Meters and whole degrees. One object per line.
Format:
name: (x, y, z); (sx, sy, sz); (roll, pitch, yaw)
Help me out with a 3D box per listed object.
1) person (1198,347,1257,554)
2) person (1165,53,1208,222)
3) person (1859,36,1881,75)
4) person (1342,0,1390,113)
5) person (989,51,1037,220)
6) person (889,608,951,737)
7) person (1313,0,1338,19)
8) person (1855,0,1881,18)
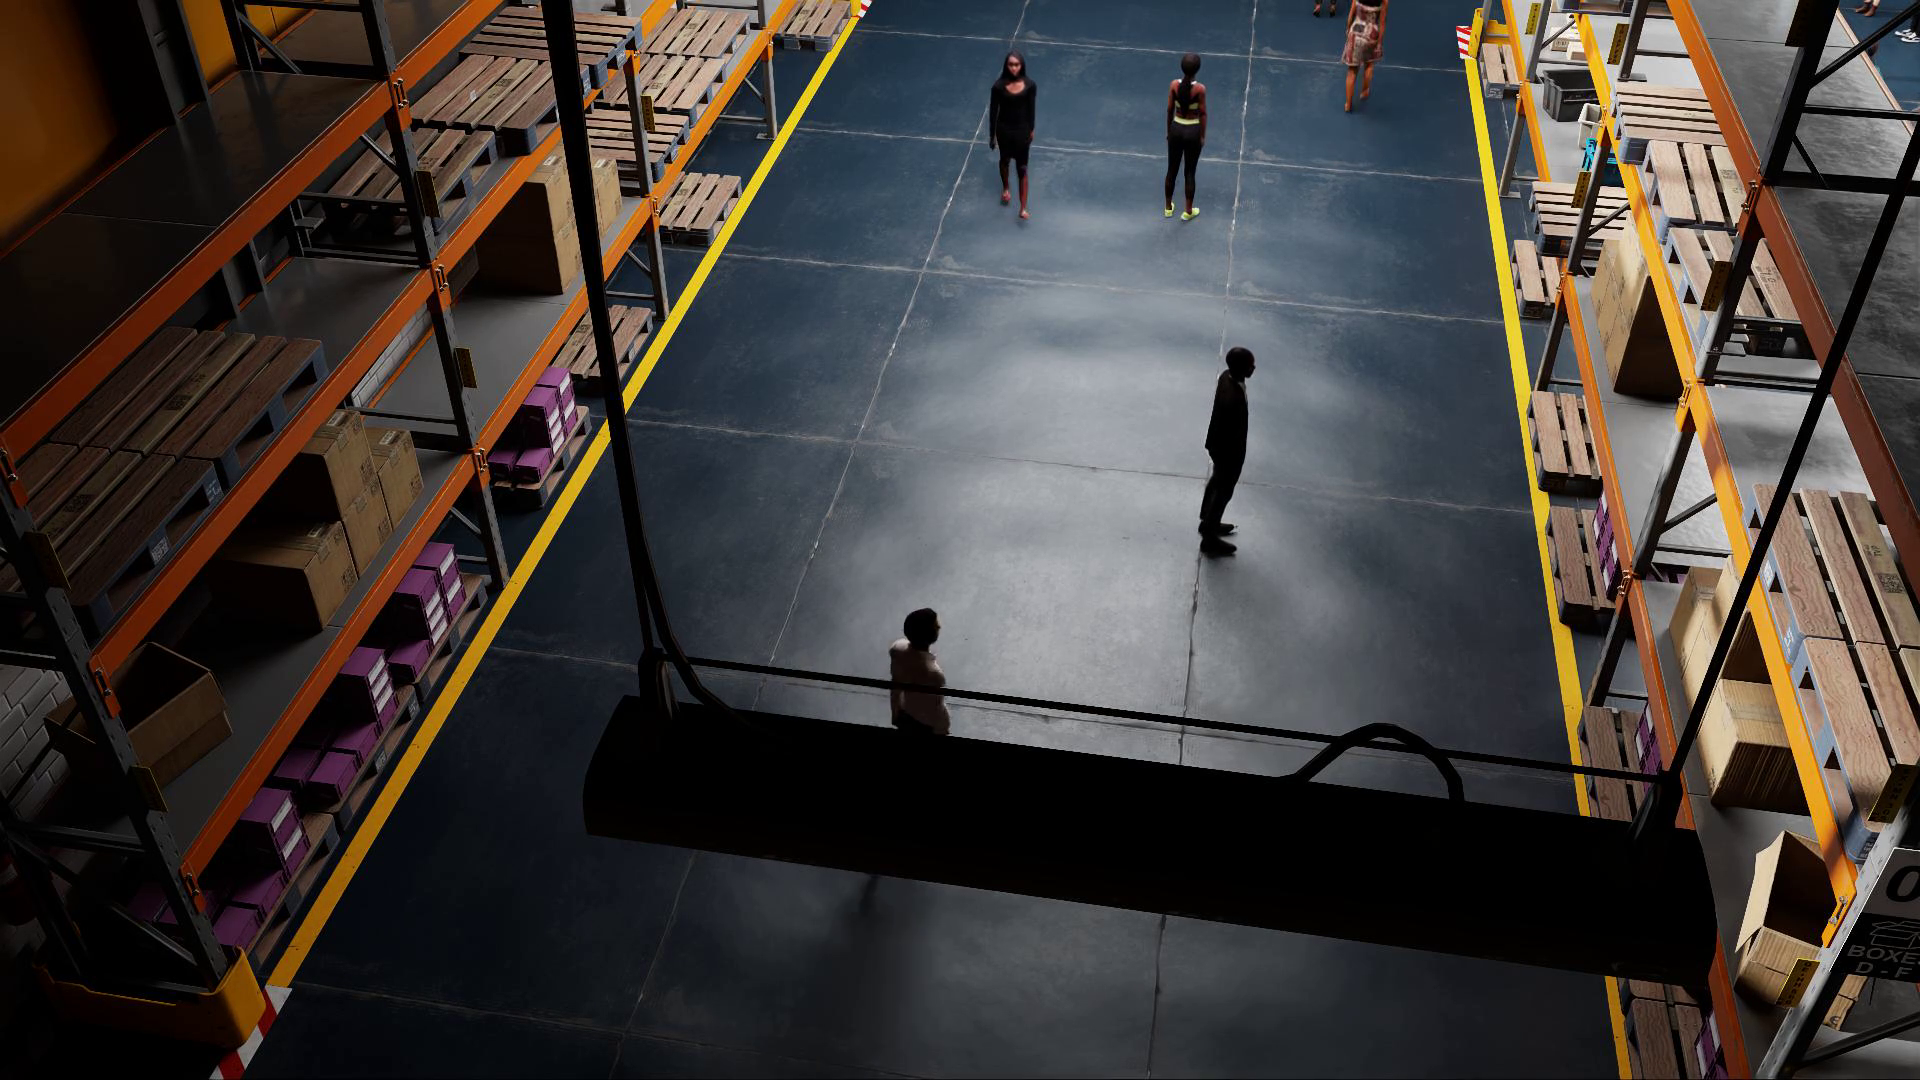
person: (2.018, -0.692, 12.627); (0.748, 1.799, 0.539); (0, 39, 0)
person: (2.288, -4.103, 16.933); (0.603, 1.755, 0.585); (15, 41, 18)
person: (9.319, -4.417, 17.444); (0.673, 1.608, 1.116); (11, 40, 13)
person: (4.603, -5.694, 19.034); (0.734, 1.619, 0.923); (13, 40, 15)
person: (0.533, -4.228, 17.148); (0.812, 1.681, 1.173); (-2, 39, -3)
person: (-0.305, 1.202, 10.217); (1.177, 1.845, 1.111); (-24, 45, -27)
person: (4.761, -7.539, 21.294); (0.646, 1.682, 0.535); (4, 39, 5)
person: (11.940, -7.320, 21.548); (0.559, 1.022, 0.483); (-13, 40, -16)
